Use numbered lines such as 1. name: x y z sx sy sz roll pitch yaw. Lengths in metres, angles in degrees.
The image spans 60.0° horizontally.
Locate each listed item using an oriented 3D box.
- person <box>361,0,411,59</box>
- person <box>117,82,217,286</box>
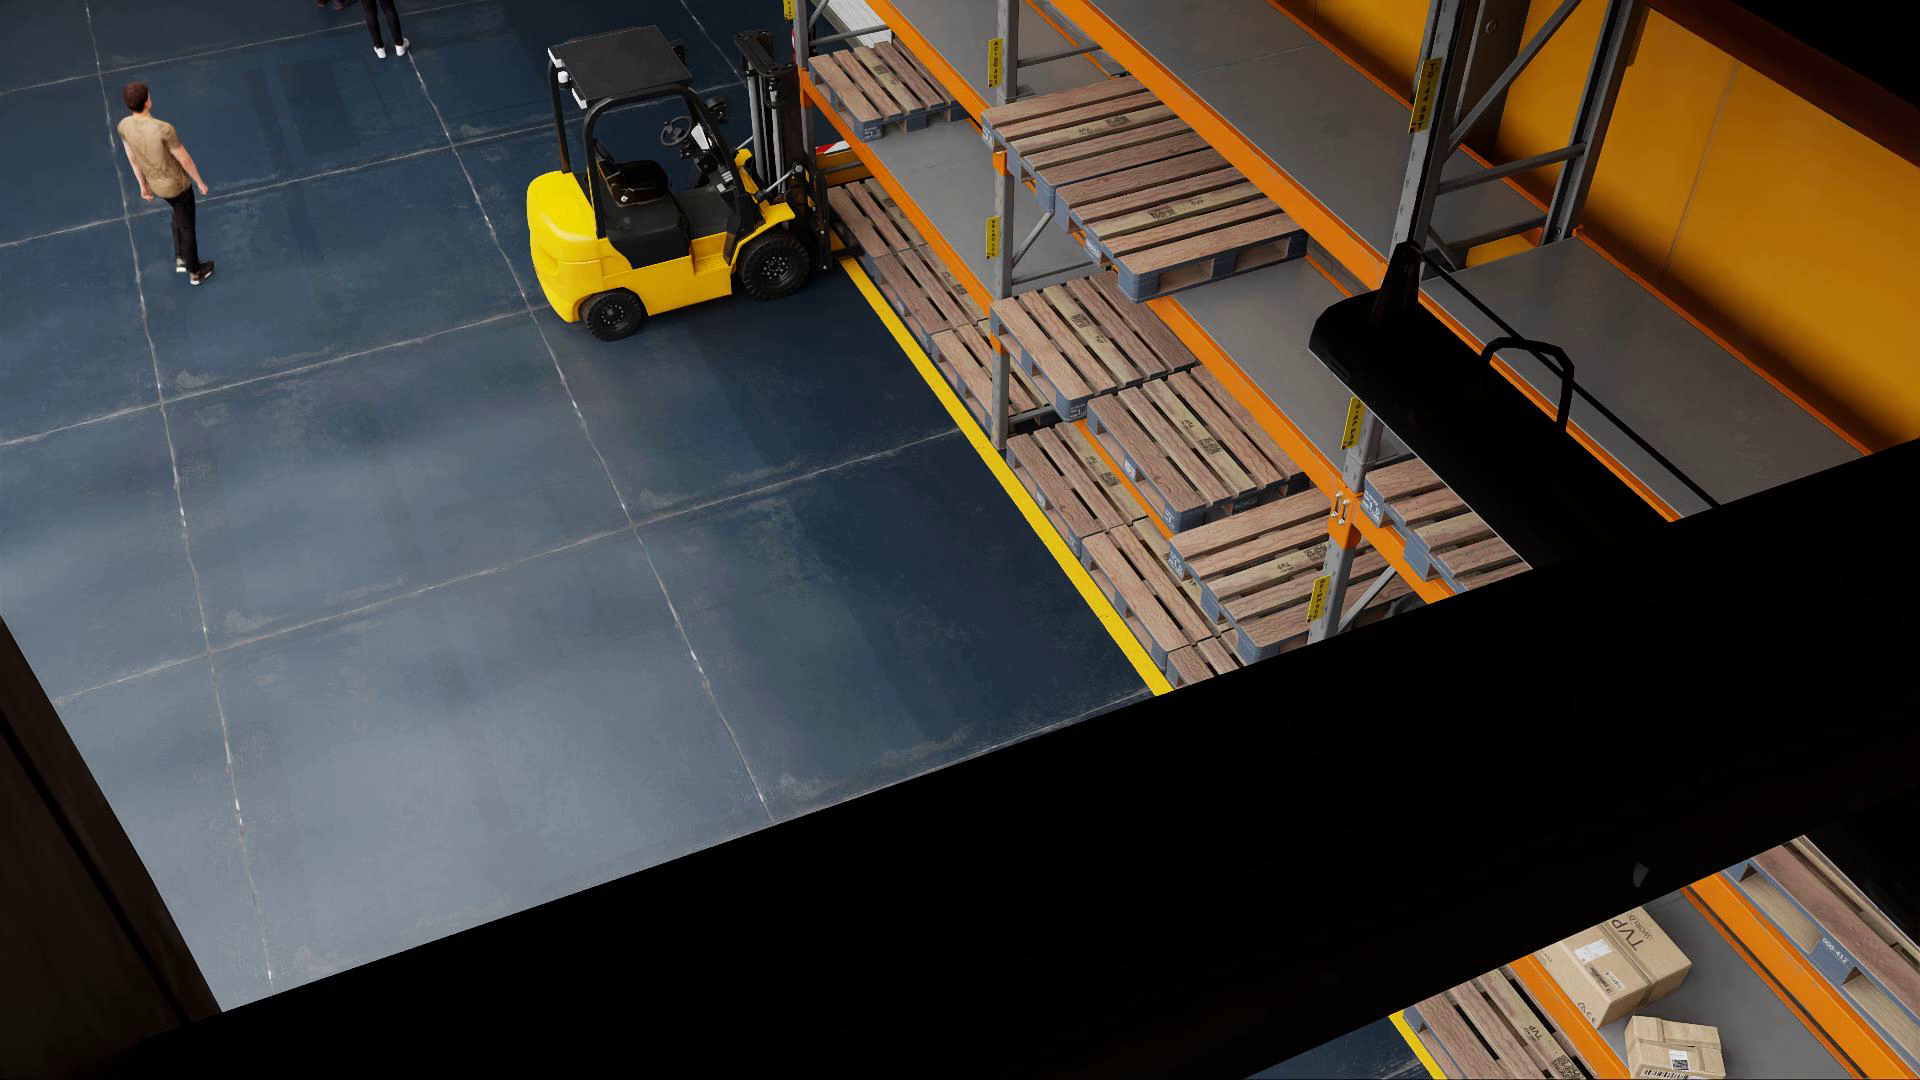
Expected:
1. person: -6.033 -5.815 16.979 0.677 1.809 0.640 -9 44 -9
2. person: -6.675 -2.928 13.927 0.789 1.839 0.843 11 45 12
